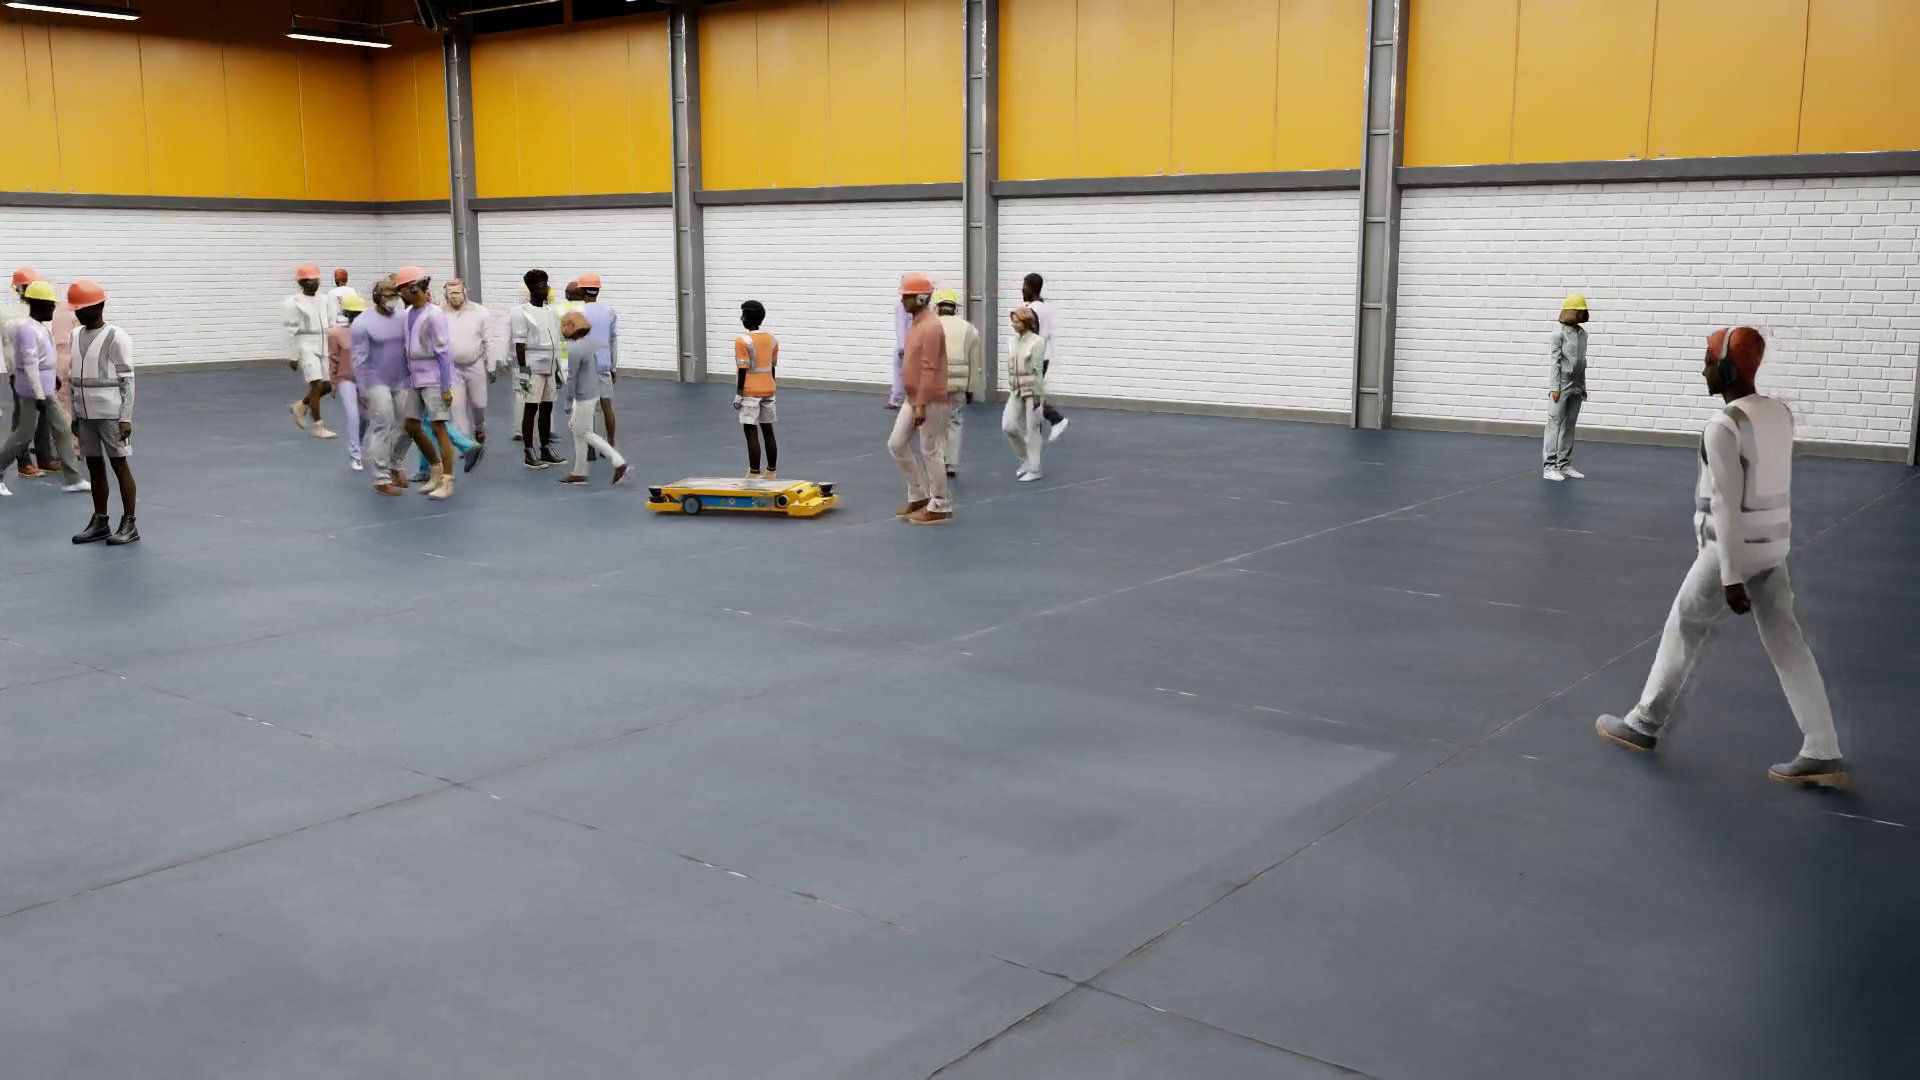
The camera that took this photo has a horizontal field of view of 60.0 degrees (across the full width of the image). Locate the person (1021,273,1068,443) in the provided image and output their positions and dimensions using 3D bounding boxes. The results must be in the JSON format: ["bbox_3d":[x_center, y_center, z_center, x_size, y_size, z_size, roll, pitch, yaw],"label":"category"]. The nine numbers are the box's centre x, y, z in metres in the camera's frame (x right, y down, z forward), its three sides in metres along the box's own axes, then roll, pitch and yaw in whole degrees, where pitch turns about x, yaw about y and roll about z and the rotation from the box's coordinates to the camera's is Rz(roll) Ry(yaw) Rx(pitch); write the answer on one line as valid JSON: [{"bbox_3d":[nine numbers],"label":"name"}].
[{"bbox_3d":[0.898,-1.996,18.413,0.525,1.909,0.587,3,10,16],"label":"person"}]

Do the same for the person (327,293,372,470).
[{"bbox_3d":[-6.028,-1.588,16.567,0.525,1.741,0.739,-6,12,-32],"label":"person"}]

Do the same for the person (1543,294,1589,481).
[{"bbox_3d":[5.720,-1.432,15.606,0.484,1.744,0.295,-7,12,-34],"label":"person"}]

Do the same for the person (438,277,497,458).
[{"bbox_3d":[-5.214,-1.816,17.476,0.671,1.874,0.750,-3,10,-14],"label":"person"}]

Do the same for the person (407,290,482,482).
[{"bbox_3d":[-4.853,-1.433,15.412,0.637,1.808,0.587,-2,10,-11],"label":"person"}]

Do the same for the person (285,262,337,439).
[{"bbox_3d":[-7.490,-2.178,19.112,0.692,2.029,0.612,5,11,25],"label":"person"}]

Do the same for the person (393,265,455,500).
[{"bbox_3d":[-4.645,-1.368,14.441,0.673,2.023,0.440,9,13,43],"label":"person"}]

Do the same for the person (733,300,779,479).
[{"bbox_3d":[-1.864,-1.329,15.140,0.316,1.695,0.542,6,12,33],"label":"person"}]

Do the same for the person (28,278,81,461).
[{"bbox_3d":[-9.421,-1.738,17.027,0.894,1.865,0.667,2,10,10],"label":"person"}]

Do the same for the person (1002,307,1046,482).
[{"bbox_3d":[0.606,-1.343,15.432,0.370,1.625,0.522,-9,13,-43],"label":"person"}]

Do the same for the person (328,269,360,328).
[{"bbox_3d":[-9.726,-3.338,26.292,0.355,1.884,0.575,5,11,28],"label":"person"}]

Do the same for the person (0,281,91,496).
[{"bbox_3d":[-8.163,-1.328,14.625,0.943,1.879,0.618,-2,10,-12],"label":"person"}]

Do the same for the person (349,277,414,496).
[{"bbox_3d":[-4.978,-1.327,14.513,0.471,1.910,0.675,8,13,39],"label":"person"}]

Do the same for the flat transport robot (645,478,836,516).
[{"bbox_3d":[-1.795,-0.366,13.683,1.431,0.197,0.652,2,10,12],"label":"flat transport robot"}]

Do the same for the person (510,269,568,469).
[{"bbox_3d":[-4.171,-1.698,16.503,0.367,1.966,0.606,4,11,23],"label":"person"}]

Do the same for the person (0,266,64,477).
[{"bbox_3d":[-8.846,-1.606,15.882,0.386,1.996,0.610,2,10,14],"label":"person"}]

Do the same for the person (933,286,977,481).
[{"bbox_3d":[-0.137,-1.445,15.488,0.612,1.809,0.428,-4,10,-21],"label":"person"}]

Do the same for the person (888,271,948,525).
[{"bbox_3d":[-0.324,-1.088,12.939,0.532,1.975,0.615,-4,10,-20],"label":"person"}]

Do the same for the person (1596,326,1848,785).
[{"bbox_3d":[3.147,0.058,6.720,0.567,1.832,1.032,-6,11,-32],"label":"person"}]

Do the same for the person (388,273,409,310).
[{"bbox_3d":[-8.017,-2.891,23.797,0.333,1.845,0.514,2,10,12],"label":"person"}]

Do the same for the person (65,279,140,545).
[{"bbox_3d":[-6.259,-0.920,12.088,0.543,1.928,0.372,3,10,18],"label":"person"}]

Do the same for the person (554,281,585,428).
[{"bbox_3d":[-4.562,-2.166,19.767,0.633,1.801,0.987,-6,11,-31],"label":"person"}]

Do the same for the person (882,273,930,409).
[{"bbox_3d":[-0.614,-2.679,22.514,0.946,1.872,0.657,8,13,39],"label":"person"}]

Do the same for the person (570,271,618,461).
[{"bbox_3d":[-3.777,-1.781,17.073,0.552,1.936,0.360,-9,13,-43],"label":"person"}]

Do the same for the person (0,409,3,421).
[{"bbox_3d":[-9.779,-1.523,16.514,0.419,1.623,0.506,-2,10,-9],"label":"person"}]

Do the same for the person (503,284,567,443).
[{"bbox_3d":[-4.755,-1.959,18.578,0.679,1.783,0.406,-1,10,-4],"label":"person"}]

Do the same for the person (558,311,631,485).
[{"bbox_3d":[-3.349,-1.287,15.151,0.663,1.602,0.504,0,10,2],"label":"person"}]
